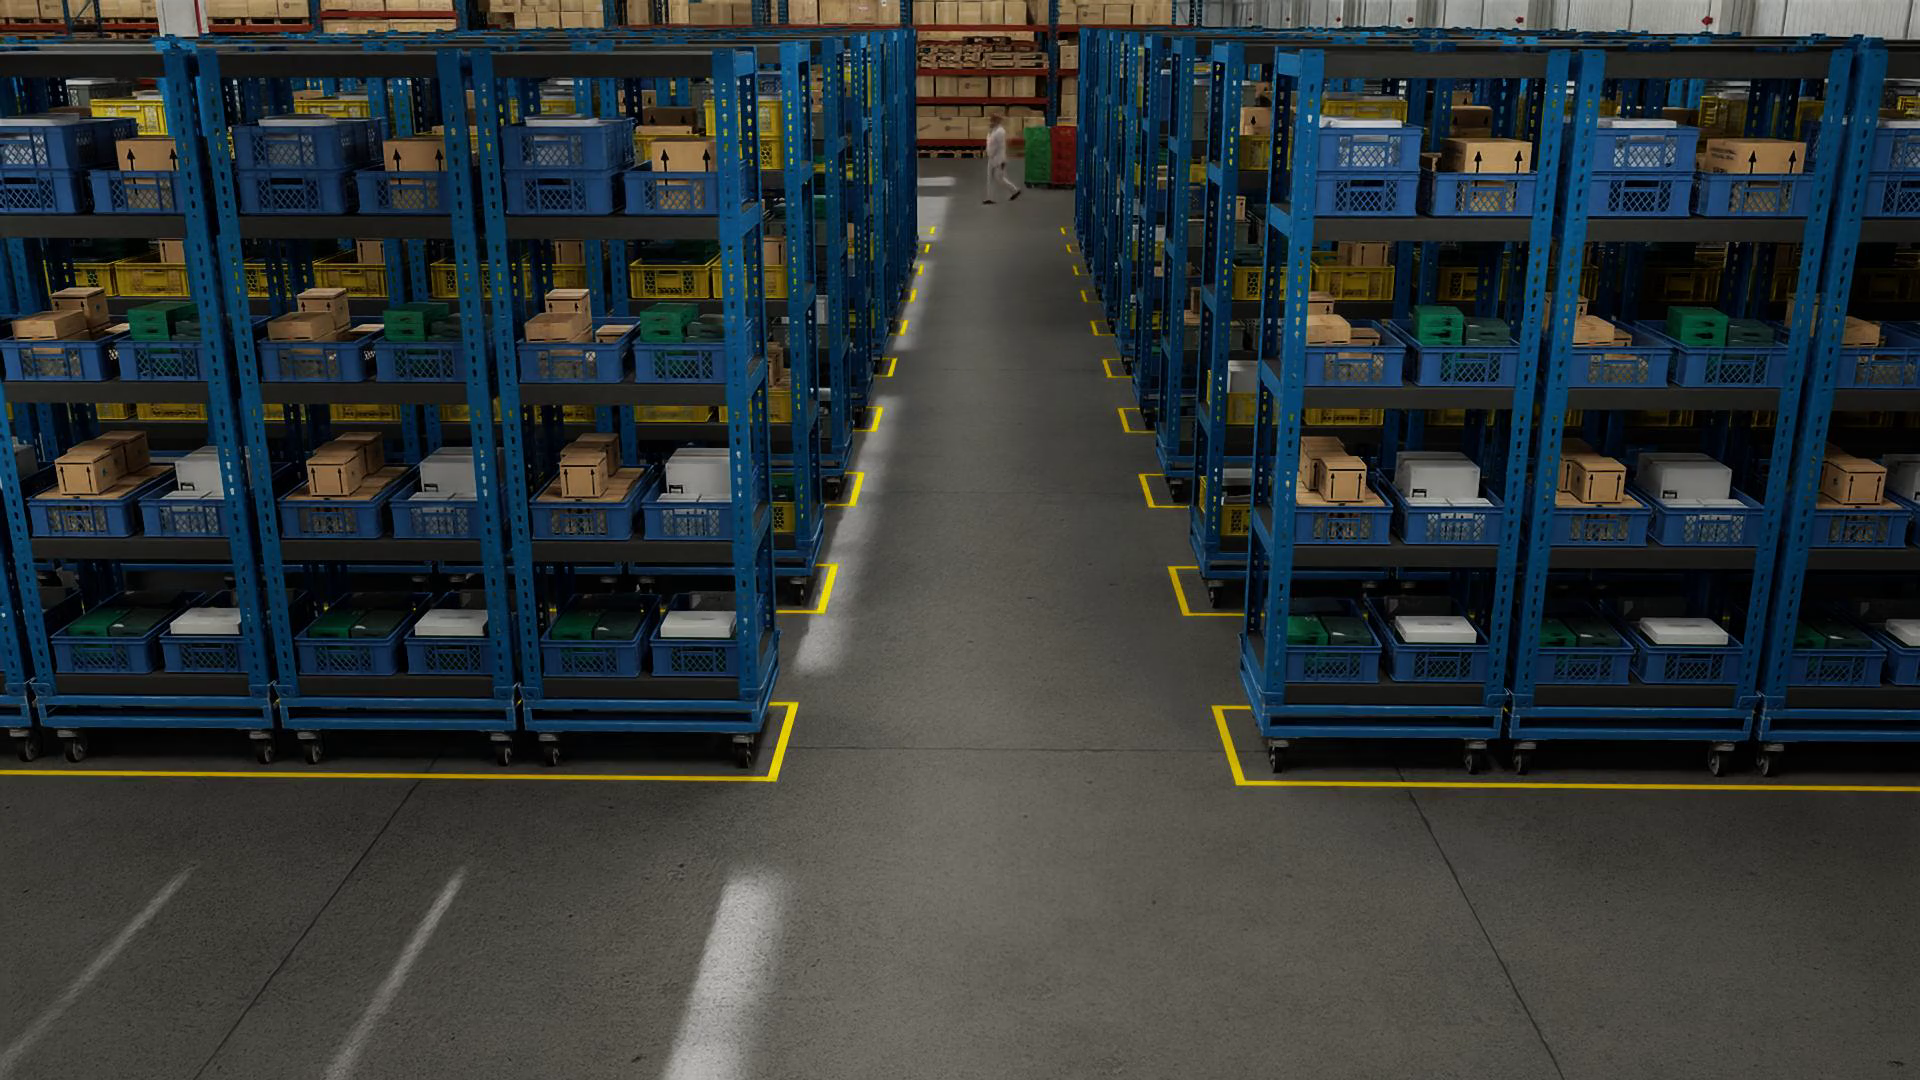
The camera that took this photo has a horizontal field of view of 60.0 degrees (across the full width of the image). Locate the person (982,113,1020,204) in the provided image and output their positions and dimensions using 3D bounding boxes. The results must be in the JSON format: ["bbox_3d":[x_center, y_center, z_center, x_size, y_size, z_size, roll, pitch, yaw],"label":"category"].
[{"bbox_3d":[0.835,-7.930,34.570,0.695,1.875,0.691,-8,19,-23],"label":"person"}]

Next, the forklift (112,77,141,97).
[{"bbox_3d":[-21.503,-11.146,43.160,1.873,2.768,1.129,0,17,1],"label":"forklift"}]
